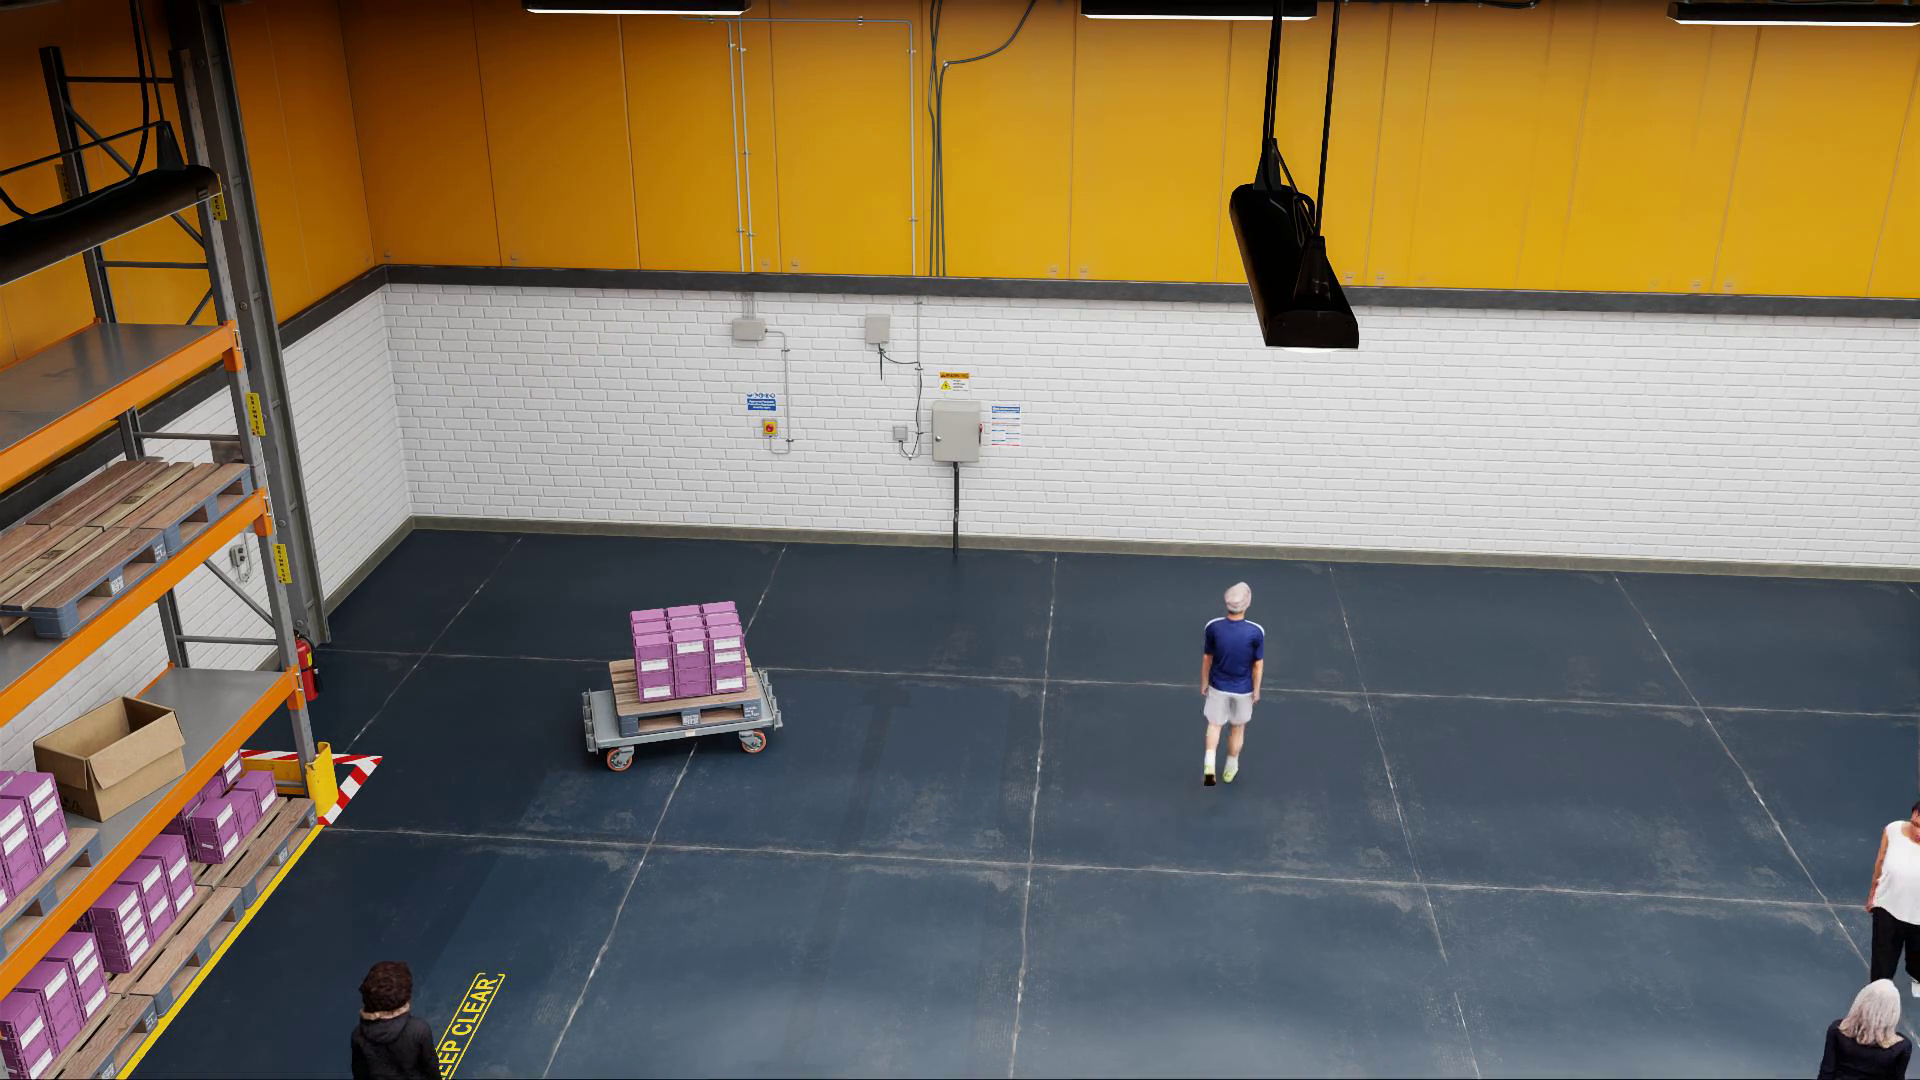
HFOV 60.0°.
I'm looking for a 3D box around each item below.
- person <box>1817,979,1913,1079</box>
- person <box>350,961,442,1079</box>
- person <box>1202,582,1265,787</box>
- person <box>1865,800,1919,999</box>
[{"bbox_3d":[4.895,3.205,9.129,0.954,1.715,1.223,15,28,30],"label":"person"},{"bbox_3d":[-3.091,3.151,9.200,0.800,1.758,1.118,-3,24,-8],"label":"person"},{"bbox_3d":[2.197,1.225,13.523,0.749,1.824,0.976,7,25,16],"label":"person"},{"bbox_3d":[6.309,2.411,10.995,0.958,1.675,0.897,-21,31,-39],"label":"person"}]
